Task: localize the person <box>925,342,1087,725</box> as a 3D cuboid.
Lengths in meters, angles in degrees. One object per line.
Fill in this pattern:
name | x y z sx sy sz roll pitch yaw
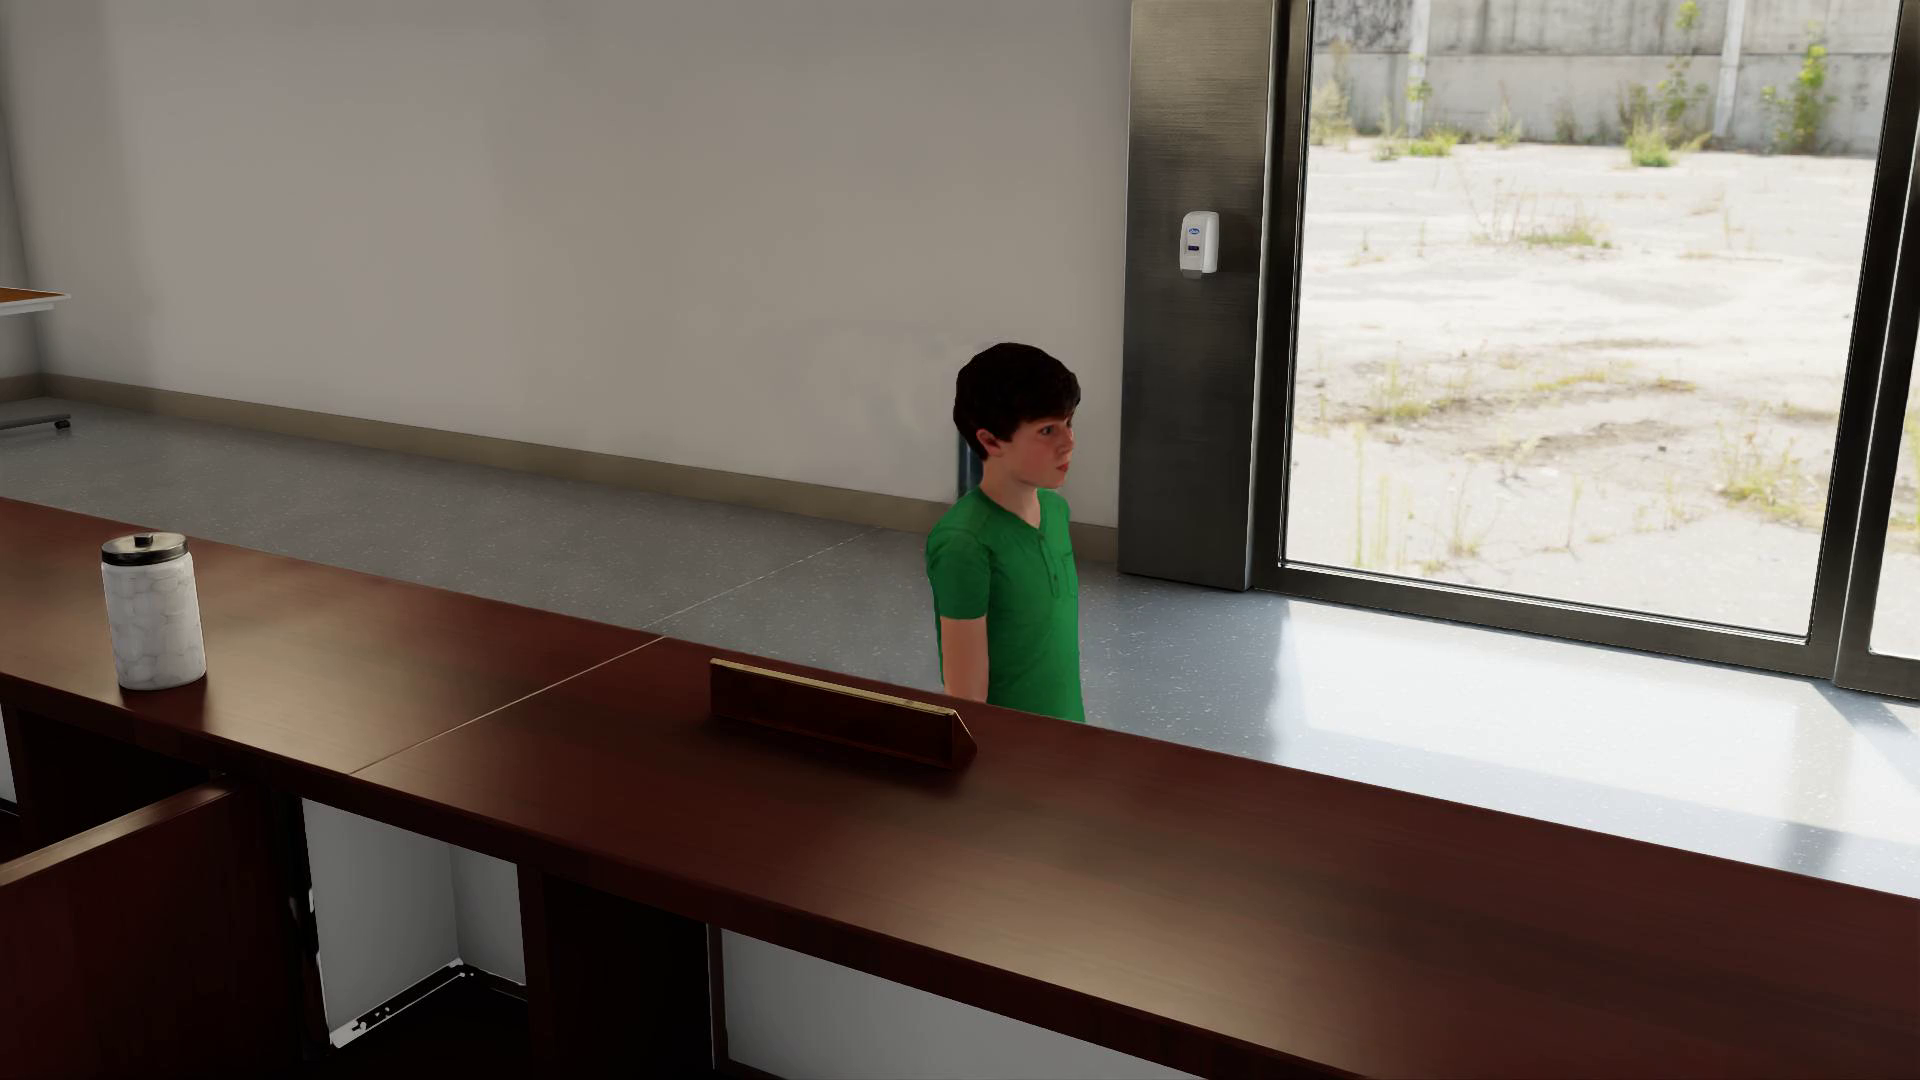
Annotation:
person | 0.023 0.440 3.168 0.693 1.638 0.672 12 19 35
